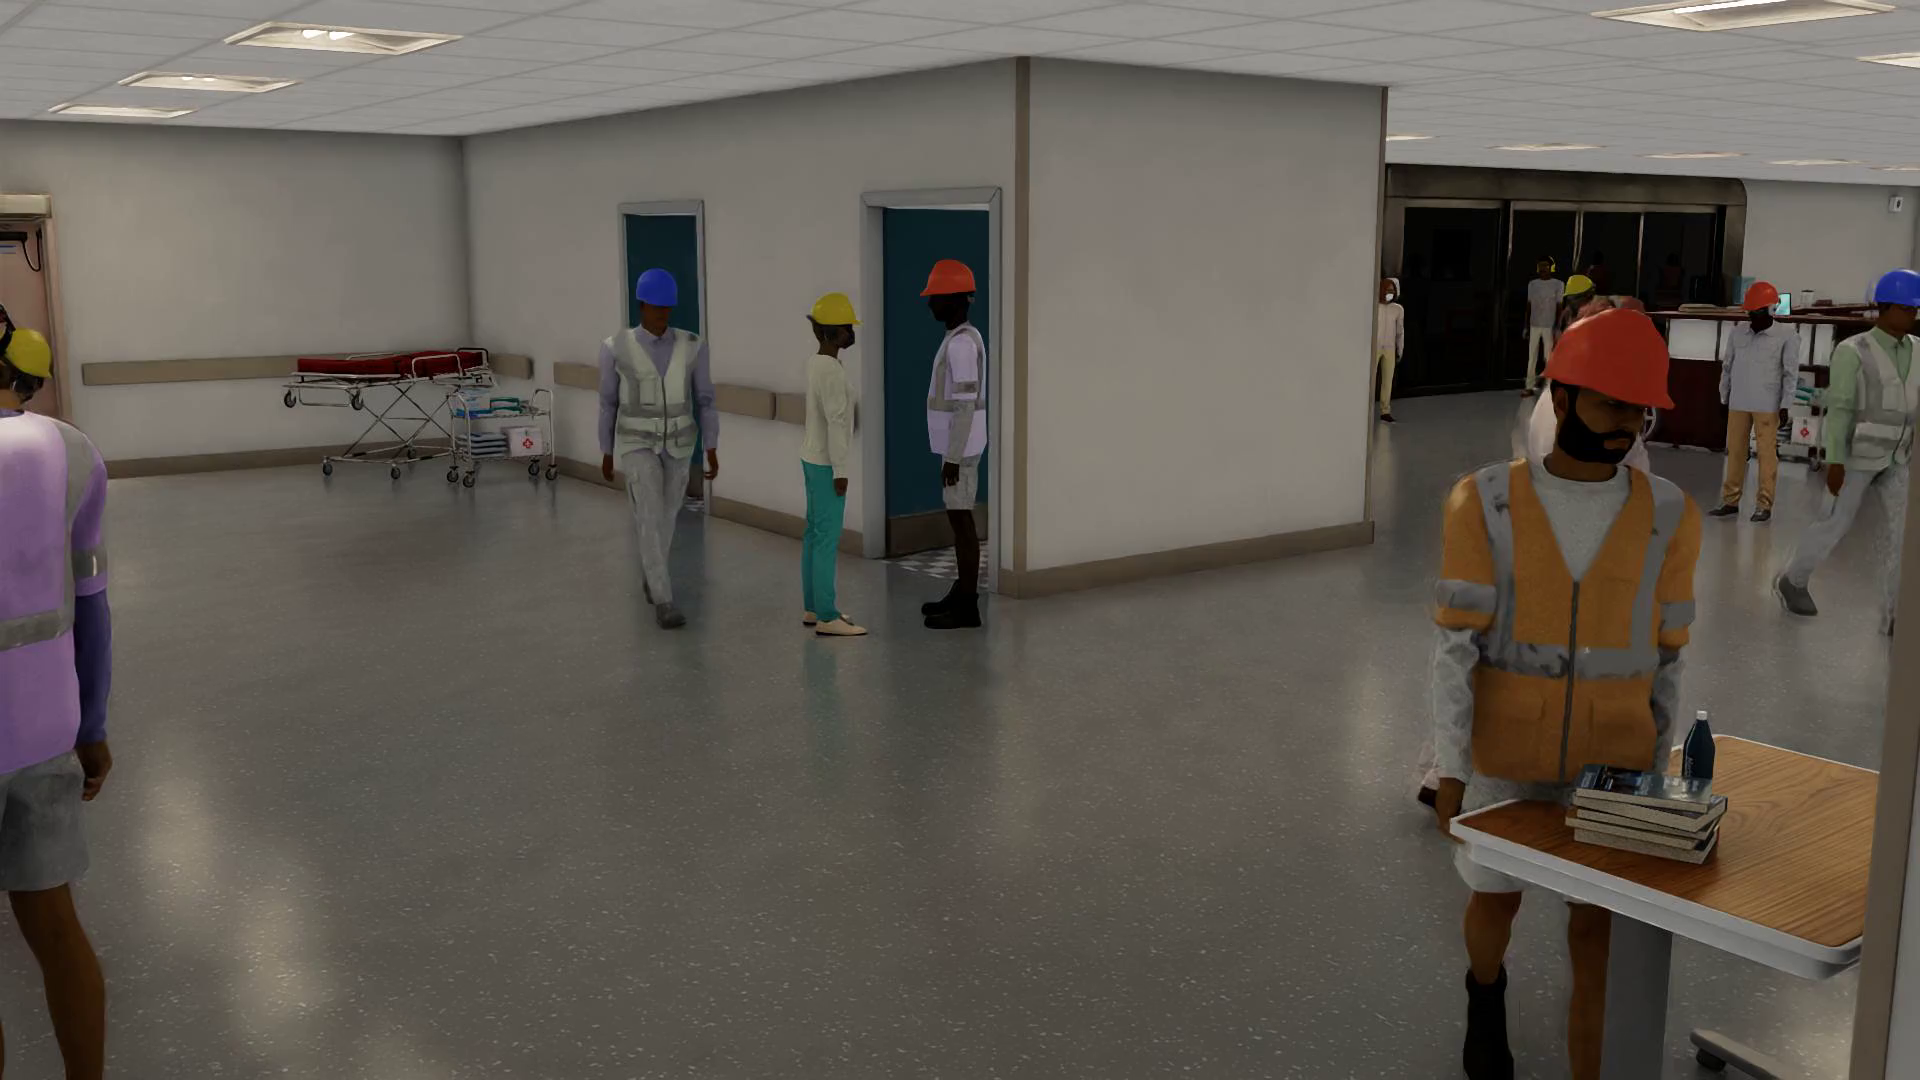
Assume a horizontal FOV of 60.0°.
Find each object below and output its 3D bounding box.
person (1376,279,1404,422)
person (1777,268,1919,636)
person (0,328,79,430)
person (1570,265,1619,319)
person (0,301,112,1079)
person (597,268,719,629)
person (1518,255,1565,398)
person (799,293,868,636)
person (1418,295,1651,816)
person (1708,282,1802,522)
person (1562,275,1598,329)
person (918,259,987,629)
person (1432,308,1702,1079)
[{"bbox_3d":[4.779,-2.137,18.826,0.506,1.627,0.288,-2,10,-9],"label":"person"},{"bbox_3d":[4.715,-0.460,8.698,0.633,1.912,0.983,-2,10,-13],"label":"person"},{"bbox_3d":[-3.589,0.067,6.261,0.579,1.707,0.801,-4,11,-22],"label":"person"},{"bbox_3d":[5.443,-1.439,14.326,0.621,1.838,0.429,-6,12,-29],"label":"person"},{"bbox_3d":[-2.038,0.410,3.439,0.407,2.029,0.612,4,11,19],"label":"person"},{"bbox_3d":[-1.643,-0.517,9.028,0.597,1.896,0.992,-5,11,-27],"label":"person"},{"bbox_3d":[7.599,-2.776,21.716,0.513,1.872,0.328,8,13,39],"label":"person"},{"bbox_3d":[-0.665,-0.393,8.652,0.330,1.768,0.526,-3,11,-16],"label":"person"},{"bbox_3d":[2.102,0.103,5.665,1.053,1.857,0.655,1,10,3],"label":"person"},{"bbox_3d":[5.798,-1.006,12.149,0.339,1.741,0.563,-7,12,-35],"label":"person"},{"bbox_3d":[5.129,-1.315,13.839,0.323,1.764,0.523,8,13,39],"label":"person"},{"bbox_3d":[-0.038,-0.499,8.770,0.356,1.938,0.544,0,10,-2],"label":"person"},{"bbox_3d":[1.306,0.439,3.646,0.546,1.906,0.848,2,10,13],"label":"person"}]
